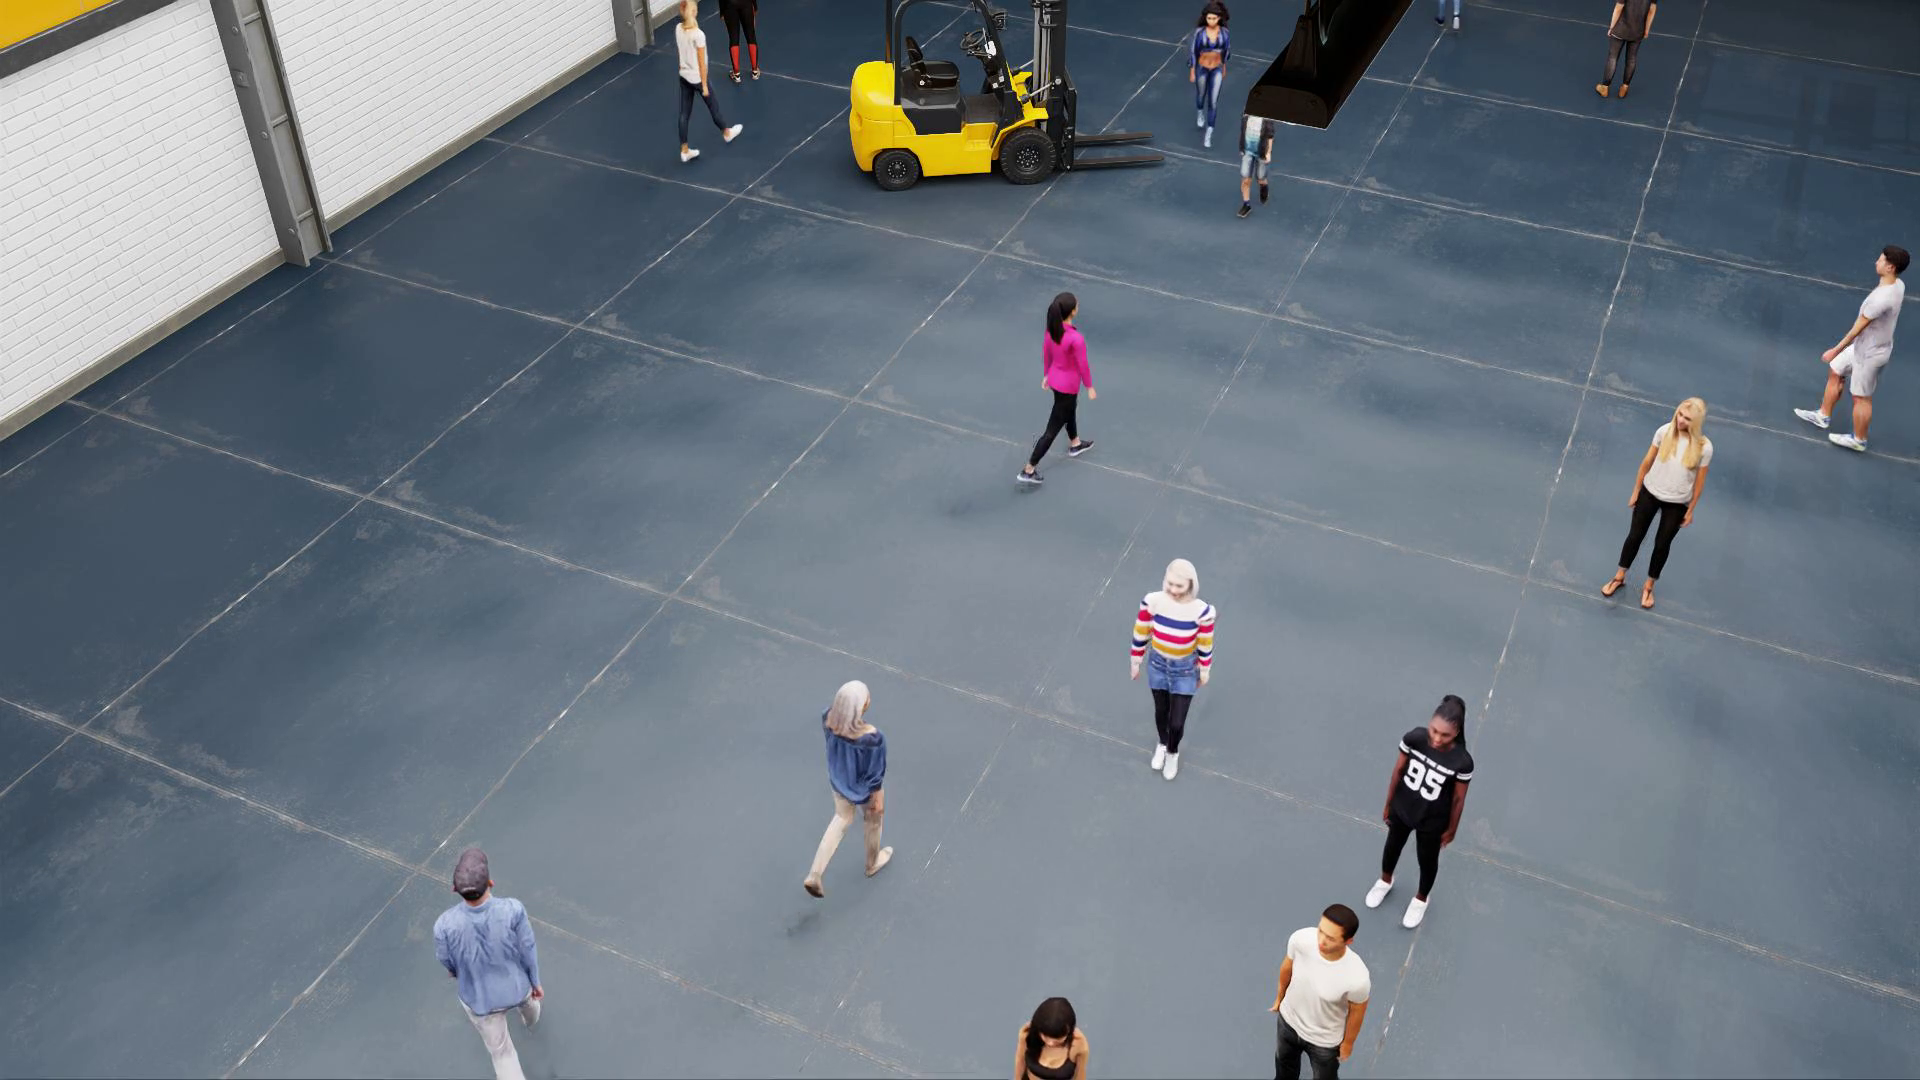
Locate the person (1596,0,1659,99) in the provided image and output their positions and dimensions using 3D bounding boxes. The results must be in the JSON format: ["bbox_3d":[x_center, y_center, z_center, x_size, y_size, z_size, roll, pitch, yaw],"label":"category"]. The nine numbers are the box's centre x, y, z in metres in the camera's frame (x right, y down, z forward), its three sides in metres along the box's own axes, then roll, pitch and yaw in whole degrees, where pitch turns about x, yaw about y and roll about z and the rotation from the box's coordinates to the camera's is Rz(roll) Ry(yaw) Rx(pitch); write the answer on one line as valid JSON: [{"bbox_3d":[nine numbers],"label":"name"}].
[{"bbox_3d":[7.909,-6.071,19.627,0.683,1.716,0.643,6,39,7],"label":"person"}]

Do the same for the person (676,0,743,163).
[{"bbox_3d":[-2.978,-4.995,18.239,0.798,1.768,1.155,26,45,28],"label":"person"}]

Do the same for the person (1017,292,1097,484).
[{"bbox_3d":[0.778,-1.205,13.588,1.207,1.660,0.971,-24,44,-27],"label":"person"}]

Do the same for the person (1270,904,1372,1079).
[{"bbox_3d":[1.888,2.533,8.792,0.701,1.804,0.659,31,48,33],"label":"person"}]

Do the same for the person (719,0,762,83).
[{"bbox_3d":[-2.664,-6.426,19.998,0.699,1.808,0.739,-9,40,-11],"label":"person"}]

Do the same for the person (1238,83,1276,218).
[{"bbox_3d":[3.110,-4.096,17.382,0.560,1.432,0.734,18,42,21],"label":"person"}]

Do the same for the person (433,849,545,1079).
[{"bbox_3d":[-2.468,2.437,8.870,1.113,1.845,1.164,-13,41,-16],"label":"person"}]

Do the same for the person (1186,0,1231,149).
[{"bbox_3d":[2.795,-5.299,18.776,0.861,1.572,1.141,4,39,5],"label":"person"}]

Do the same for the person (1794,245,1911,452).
[{"bbox_3d":[7.683,-1.531,13.863,0.853,1.816,0.892,25,45,28],"label":"person"}]

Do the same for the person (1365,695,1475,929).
[{"bbox_3d":[2.772,1.622,9.986,0.654,1.727,0.630,27,46,30],"label":"person"}]

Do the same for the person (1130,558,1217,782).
[{"bbox_3d":[1.430,0.790,10.971,0.679,1.797,0.625,14,41,17],"label":"person"}]

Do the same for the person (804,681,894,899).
[{"bbox_3d":[-0.692,1.551,10.121,0.735,1.680,1.001,25,45,28],"label":"person"}]

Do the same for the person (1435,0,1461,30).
[{"bbox_3d":[6.371,-7.203,21.424,0.668,1.242,0.789,-2,39,-2],"label":"person"}]

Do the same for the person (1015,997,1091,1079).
[{"bbox_3d":[0.495,2.779,8.617,0.629,1.627,0.716,7,39,9],"label":"person"}]

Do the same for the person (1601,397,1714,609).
[{"bbox_3d":[5.212,-0.297,12.311,0.631,1.824,0.564,21,43,24],"label":"person"}]
